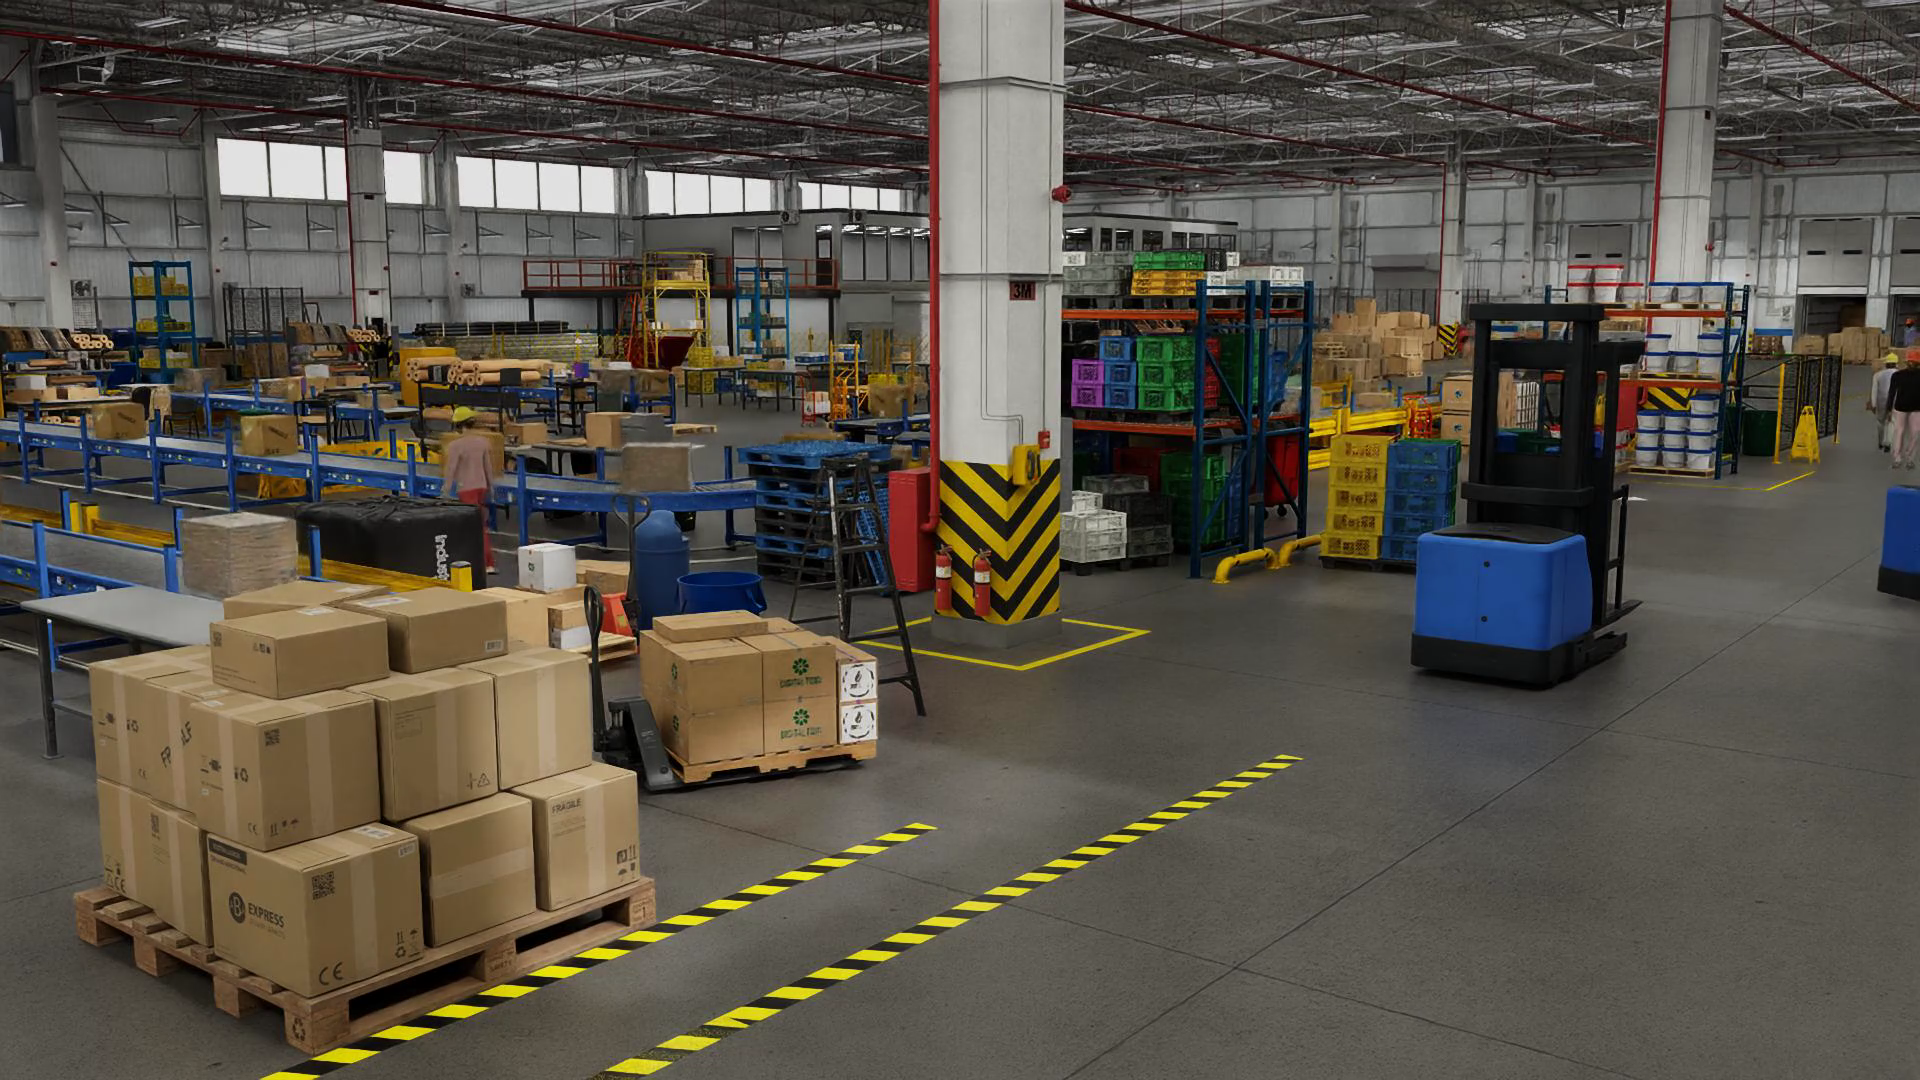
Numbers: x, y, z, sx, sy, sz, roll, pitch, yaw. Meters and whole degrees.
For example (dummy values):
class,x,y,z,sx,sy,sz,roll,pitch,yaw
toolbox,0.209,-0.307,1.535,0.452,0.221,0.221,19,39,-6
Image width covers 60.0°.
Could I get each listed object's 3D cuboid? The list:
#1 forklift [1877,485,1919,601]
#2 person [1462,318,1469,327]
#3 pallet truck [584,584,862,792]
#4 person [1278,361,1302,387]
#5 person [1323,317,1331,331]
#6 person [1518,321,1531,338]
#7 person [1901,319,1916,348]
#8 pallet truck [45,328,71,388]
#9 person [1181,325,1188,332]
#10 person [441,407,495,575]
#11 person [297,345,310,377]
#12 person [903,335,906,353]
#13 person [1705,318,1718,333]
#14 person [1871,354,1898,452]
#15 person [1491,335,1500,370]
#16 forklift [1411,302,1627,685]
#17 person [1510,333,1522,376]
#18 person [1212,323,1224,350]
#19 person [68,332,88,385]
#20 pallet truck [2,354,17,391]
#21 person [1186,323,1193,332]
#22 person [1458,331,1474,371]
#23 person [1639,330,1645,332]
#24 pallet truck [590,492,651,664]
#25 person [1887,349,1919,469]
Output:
class,x,y,z,sx,sy,sz,roll,pitch,yaw
forklift,9.699,-0.802,15.302,1.873,2.768,1.129,-2,9,-10
person,24.303,-9.804,79.847,0.569,1.726,0.493,-2,9,-11
pallet truck,-1.426,0.805,10.019,1.601,1.201,0.680,-4,9,-26
person,6.236,-2.570,31.432,0.531,1.618,0.365,6,11,37
person,15.870,-8.766,72.435,0.836,1.863,0.594,1,9,10
person,26.974,-9.789,79.236,0.793,1.899,0.385,7,11,38
person,36.668,-7.607,64.402,0.613,1.915,0.587,-1,8,-6
pallet truck,-23.775,-4.544,43.495,1.885,1.965,0.823,6,10,35
person,7.281,-6.018,53.862,0.315,1.869,0.526,4,9,27
person,-5.144,-0.510,17.205,0.892,1.724,0.548,4,9,25
person,-16.536,-4.337,41.995,0.434,2.030,0.609,-3,9,-18
person,-2.160,-8.367,70.489,0.497,1.626,0.288,2,9,11
person,31.844,-8.488,70.507,0.608,1.883,0.991,-3,9,-21
person,17.048,-2.511,30.509,0.585,1.794,0.928,5,10,33
person,14.939,-4.830,46.266,0.535,1.739,0.623,-7,11,-39
forklift,4.379,-0.438,12.852,1.129,2.768,1.873,7,11,37
person,13.795,-4.139,41.038,0.696,1.916,0.554,5,10,30
person,8.201,-6.017,53.613,0.650,1.930,0.866,0,8,3
person,-22.449,-4.319,42.278,0.638,1.910,0.407,5,10,29
pallet truck,-24.881,-4.417,42.634,1.885,1.965,0.823,8,11,41
person,8.298,-6.948,60.282,0.422,1.829,0.516,1,9,8
person,13.899,-4.750,45.334,0.986,1.879,0.605,2,9,16
person,19.945,-5.190,48.386,1.026,1.848,0.658,1,8,6
pallet truck,-3.115,0.344,12.883,0.653,1.274,1.630,7,11,37
person,15.661,-2.159,27.439,0.621,1.996,0.390,3,9,22
